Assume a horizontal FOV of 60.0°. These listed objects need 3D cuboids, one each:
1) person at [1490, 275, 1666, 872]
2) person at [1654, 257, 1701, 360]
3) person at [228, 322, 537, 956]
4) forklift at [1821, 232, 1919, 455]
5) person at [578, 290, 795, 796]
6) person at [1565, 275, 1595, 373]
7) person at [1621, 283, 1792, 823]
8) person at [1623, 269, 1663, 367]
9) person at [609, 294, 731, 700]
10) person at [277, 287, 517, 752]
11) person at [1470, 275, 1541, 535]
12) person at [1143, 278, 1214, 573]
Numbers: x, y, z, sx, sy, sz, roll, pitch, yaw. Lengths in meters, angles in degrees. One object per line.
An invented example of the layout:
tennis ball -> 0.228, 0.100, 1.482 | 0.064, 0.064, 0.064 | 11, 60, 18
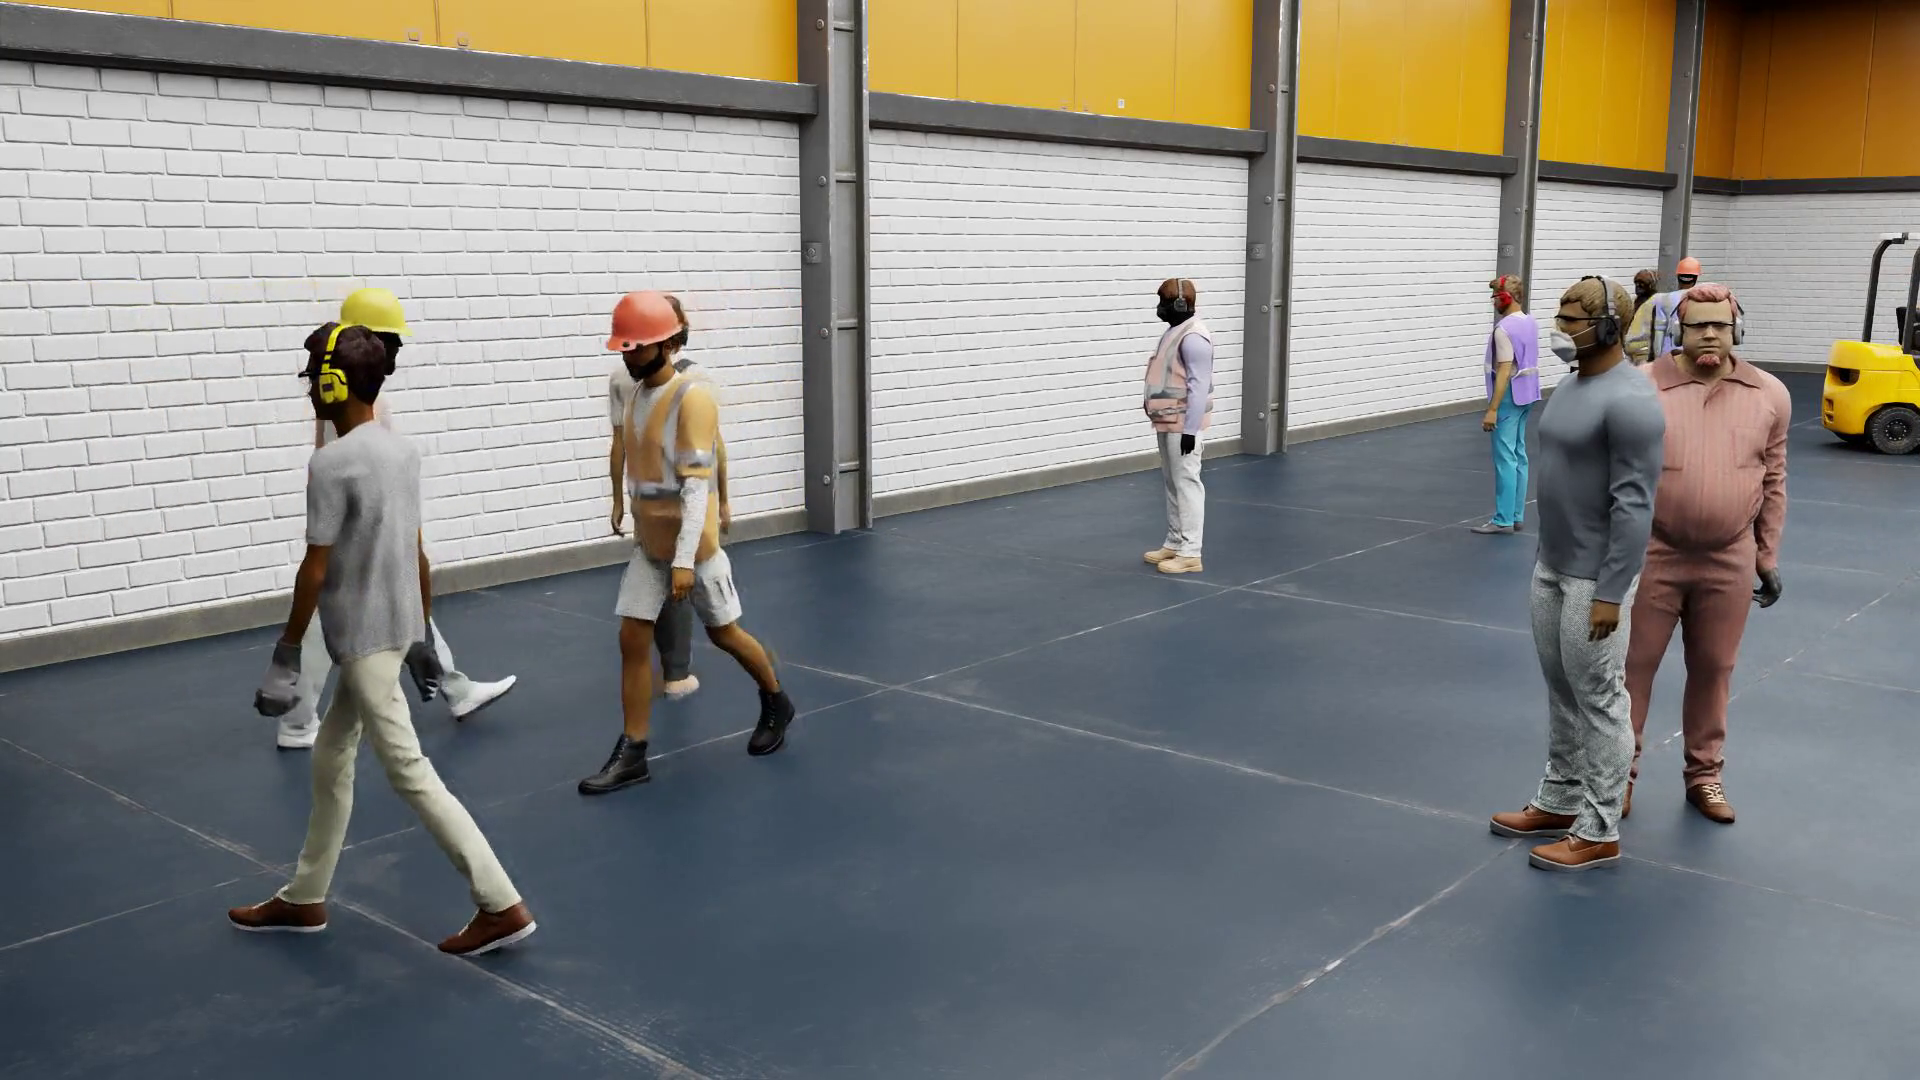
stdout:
person -> 2.041, 0.112, 5.457 | 0.372, 1.940, 0.631 | -1, 10, -3
person -> 7.146, -1.820, 16.461 | 0.545, 1.938, 0.359 | 4, 11, 22
person -> -1.680, 0.296, 4.747 | 0.967, 1.832, 0.514 | 0, 10, 2
forklift -> 9.955, -1.972, 16.595 | 2.313, 2.155, 1.214 | 1, 10, 8
person -> -1.017, -0.017, 6.382 | 0.559, 1.890, 0.988 | 9, 14, 42
person -> 7.725, -2.411, 20.543 | 0.531, 1.690, 0.320 | 3, 10, 15
person -> 2.572, 0.056, 5.868 | 0.652, 1.906, 0.402 | 2, 10, 9
person -> 7.072, -1.890, 17.218 | 0.436, 1.813, 0.663 | -2, 10, -12
person -> -1.328, -0.208, 7.644 | 0.534, 1.841, 0.585 | 2, 10, 9
person -> -2.352, -0.084, 6.774 | 0.996, 1.862, 0.599 | -4, 11, -23
person -> 3.891, -0.947, 11.774 | 0.389, 1.837, 0.563 | 8, 13, 37
person -> 1.364, -0.718, 10.458 | 0.429, 1.842, 0.632 | -1, 10, -7
